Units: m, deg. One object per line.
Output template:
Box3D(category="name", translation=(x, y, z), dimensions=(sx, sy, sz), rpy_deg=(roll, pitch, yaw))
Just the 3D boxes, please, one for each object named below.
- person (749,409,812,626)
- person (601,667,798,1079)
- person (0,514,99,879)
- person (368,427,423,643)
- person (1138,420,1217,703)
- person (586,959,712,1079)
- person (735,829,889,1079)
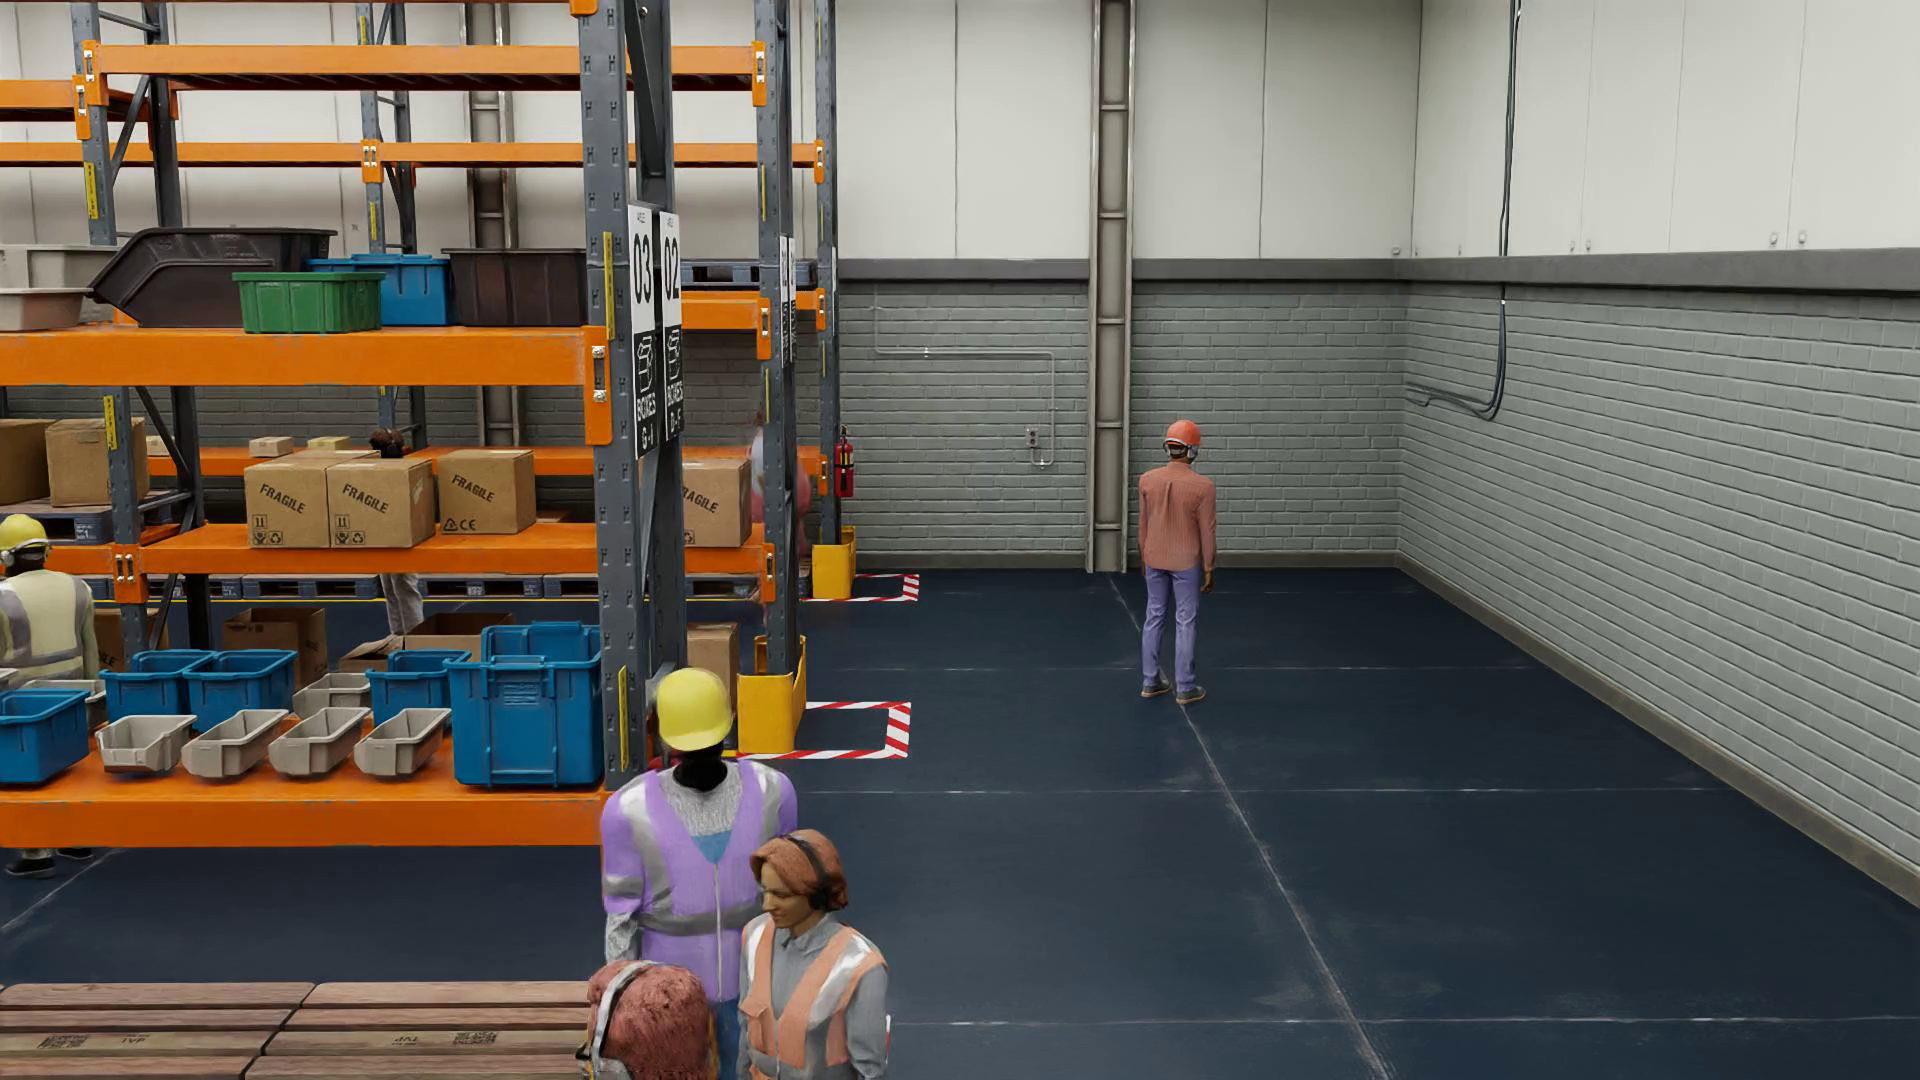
Box3D(category="person", translation=(-1.521, -0.273, 14.097), dimensions=(0.536, 2.000, 0.706), rpy_deg=(0, 9, -1))
Box3D(category="person", translation=(-0.739, 1.292, 4.937), dimensions=(0.606, 1.913, 0.428), rpy_deg=(-4, 10, -23))
Box3D(category="person", translation=(-4.627, 0.776, 8.354), dimensions=(0.403, 1.820, 0.606), rpy_deg=(4, 10, 26))
Box3D(category="person", translation=(-4.314, 0.060, 12.671), dimensions=(0.429, 1.840, 0.636), rpy_deg=(-7, 12, -38))
Box3D(category="person", translation=(1.532, 0.150, 11.694), dimensions=(0.608, 1.987, 0.407), rpy_deg=(6, 11, 34))
Box3D(category="person", translation=(-0.443, 1.647, 2.790), dimensions=(0.677, 1.882, 0.543), rpy_deg=(-7, 12, -38))
Box3D(category="person", translation=(-0.377, 1.530, 4.300), dimensions=(0.524, 1.631, 0.319), rpy_deg=(8, 12, 41))
